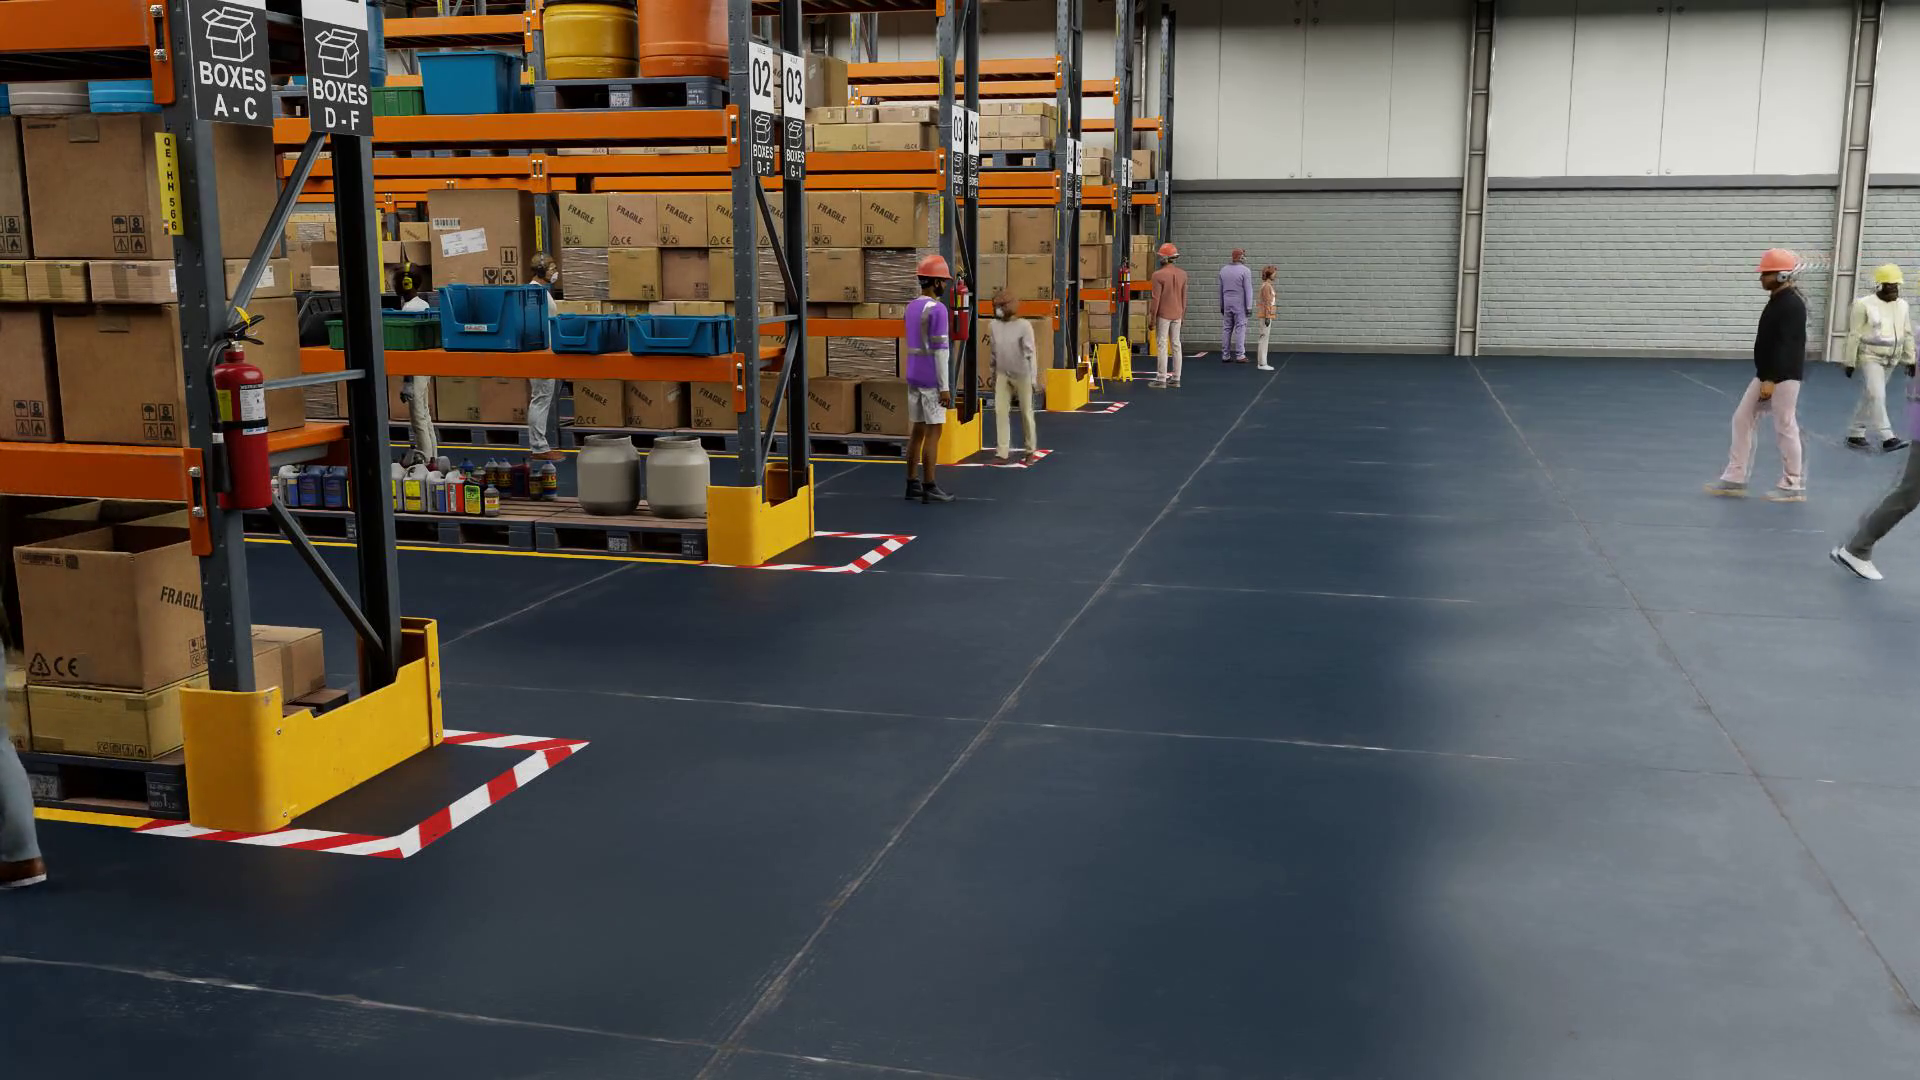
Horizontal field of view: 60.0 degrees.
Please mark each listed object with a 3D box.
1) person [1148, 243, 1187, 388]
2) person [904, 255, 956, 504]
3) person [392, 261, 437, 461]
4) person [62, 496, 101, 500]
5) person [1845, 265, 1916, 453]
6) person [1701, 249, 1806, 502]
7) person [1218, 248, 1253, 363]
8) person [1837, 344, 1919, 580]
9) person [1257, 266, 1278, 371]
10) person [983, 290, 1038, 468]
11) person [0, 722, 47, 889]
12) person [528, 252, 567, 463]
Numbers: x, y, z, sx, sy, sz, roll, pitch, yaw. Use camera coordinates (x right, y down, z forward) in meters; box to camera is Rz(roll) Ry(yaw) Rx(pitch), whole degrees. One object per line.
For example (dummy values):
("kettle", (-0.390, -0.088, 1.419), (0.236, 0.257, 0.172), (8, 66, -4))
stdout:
("person", (2.875, -3.104, 23.055), (0.620, 1.996, 0.372), (-7, 12, -33))
("person", (-0.223, -1.241, 12.946), (0.386, 1.930, 0.541), (-5, 12, -27))
("person", (-4.440, -1.319, 13.510), (0.328, 1.876, 0.513), (-1, 10, -6))
("person", (-5.698, -0.718, 10.841), (0.282, 1.634, 0.498), (1, 10, 7))
("person", (8.927, -1.733, 15.996), (0.611, 1.788, 0.906), (-3, 11, -15))
("person", (6.243, -1.272, 12.978), (0.826, 1.963, 0.630), (1, 10, 6))
("person", (4.615, -3.894, 27.690), (0.403, 1.904, 0.652), (-10, 14, -43))
("person", (5.748, -0.653, 9.773), (0.584, 1.890, 0.956), (-7, 13, -35))
("person", (4.835, -3.490, 26.190), (0.309, 1.638, 0.522), (2, 10, 11))
("person", (0.462, -1.440, 14.949), (0.584, 1.577, 0.780), (7, 12, 34))
("person", (-3.278, 0.318, 5.242), (0.894, 1.576, 0.512), (4, 11, 21))
("person", (-3.854, -1.675, 15.343), (0.369, 1.932, 0.622), (-2, 10, -13))
